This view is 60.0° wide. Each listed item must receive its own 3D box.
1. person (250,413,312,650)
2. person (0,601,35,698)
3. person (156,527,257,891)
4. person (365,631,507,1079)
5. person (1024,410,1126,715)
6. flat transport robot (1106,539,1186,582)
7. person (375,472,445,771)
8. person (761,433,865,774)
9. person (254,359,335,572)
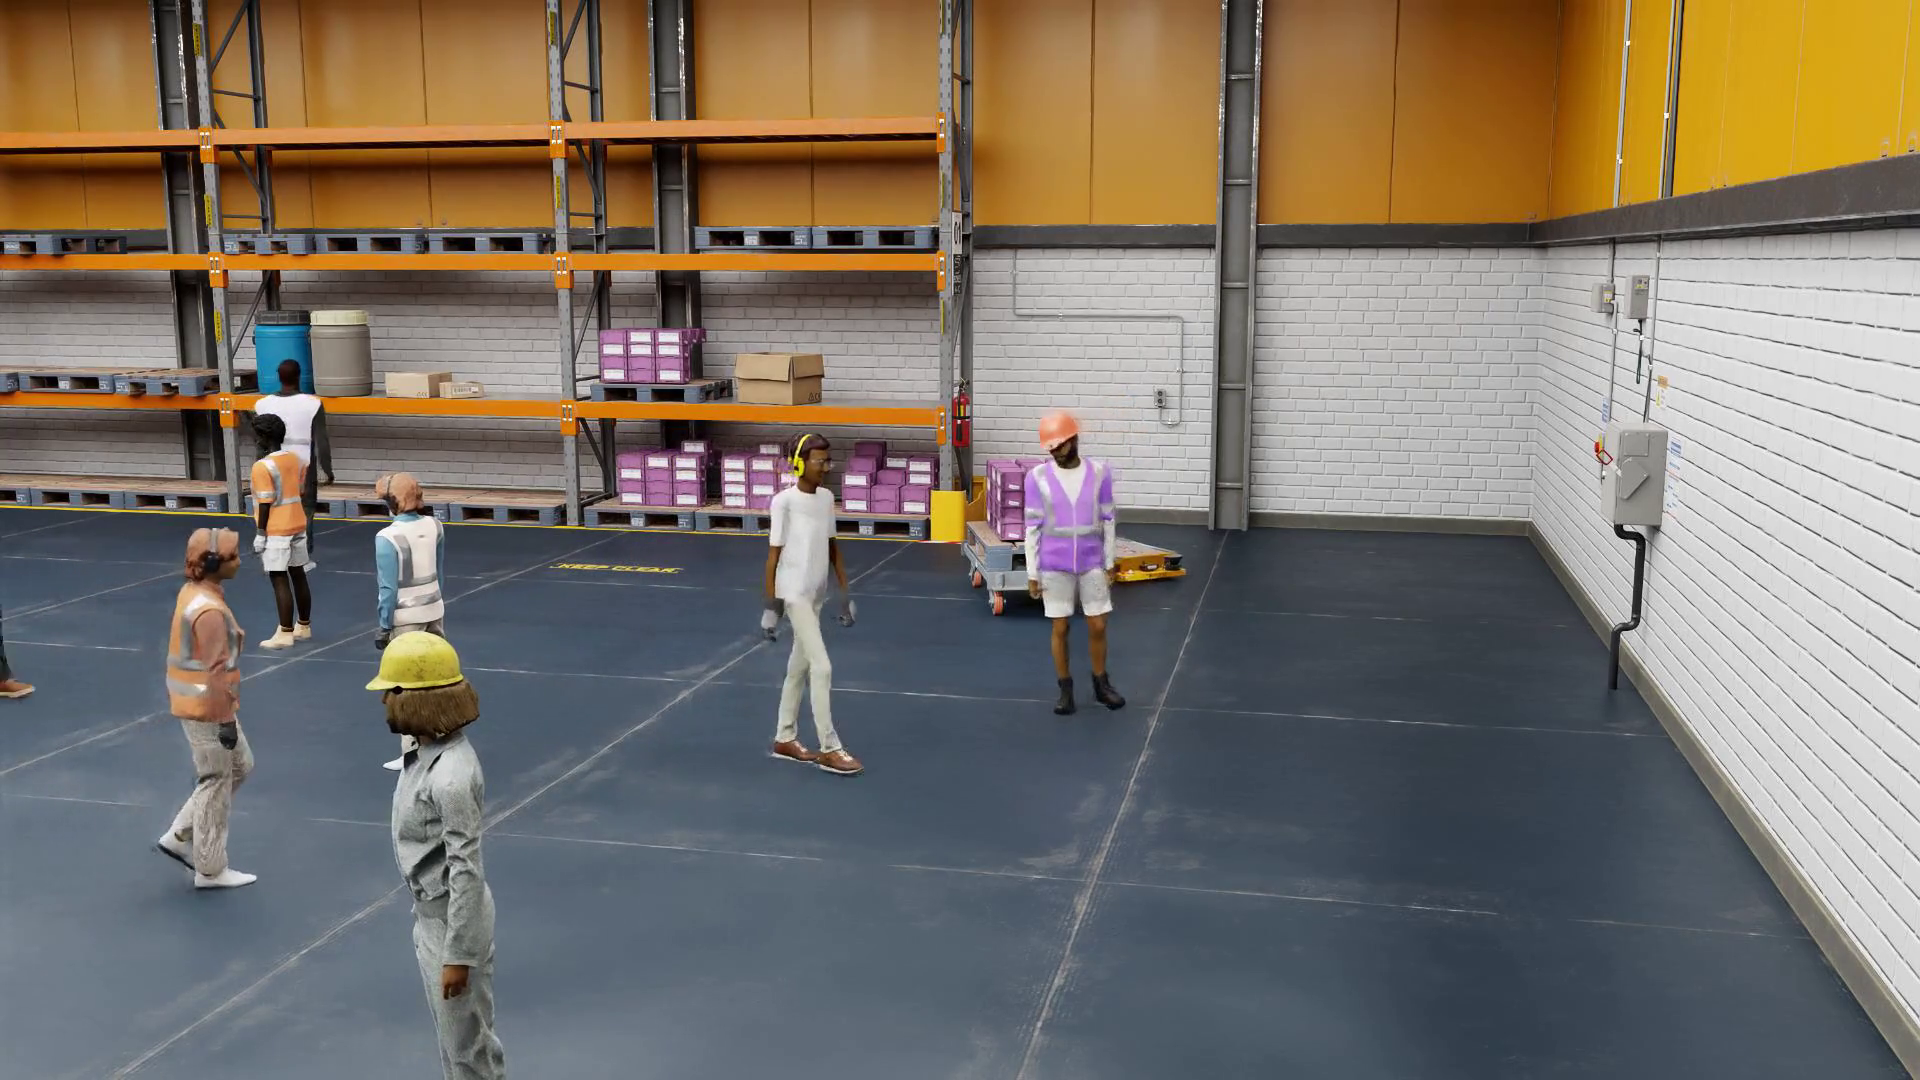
[{"bbox_3d":[-4.868,-0.062,11.902,0.319,1.692,0.533,2,10,9],"label":"person"},{"bbox_3d":[-6.216,0.072,10.325,0.866,1.956,0.623,2,10,11],"label":"person"},{"bbox_3d":[-3.288,0.744,7.307,0.372,1.622,0.541,-5,11,-28],"label":"person"},{"bbox_3d":[-1.496,1.114,4.786,0.324,1.742,0.492,-5,11,-26],"label":"person"},{"bbox_3d":[0.681,0.146,10.088,0.601,1.888,0.498,-1,10,-6],"label":"person"},{"bbox_3d":[1.343,0.145,14.879,0.652,0.197,1.431,-5,11,-28],"label":"flat transport robot"},{"bbox_3d":[-2.988,0.442,9.074,0.310,1.639,0.514,3,10,19],"label":"person"},{"bbox_3d":[-0.736,0.346,9.033,0.797,1.841,0.564,5,11,29],"label":"person"},{"bbox_3d":[-5.891,-0.651,14.769,0.593,1.903,0.444,0,10,0],"label":"person"}]
